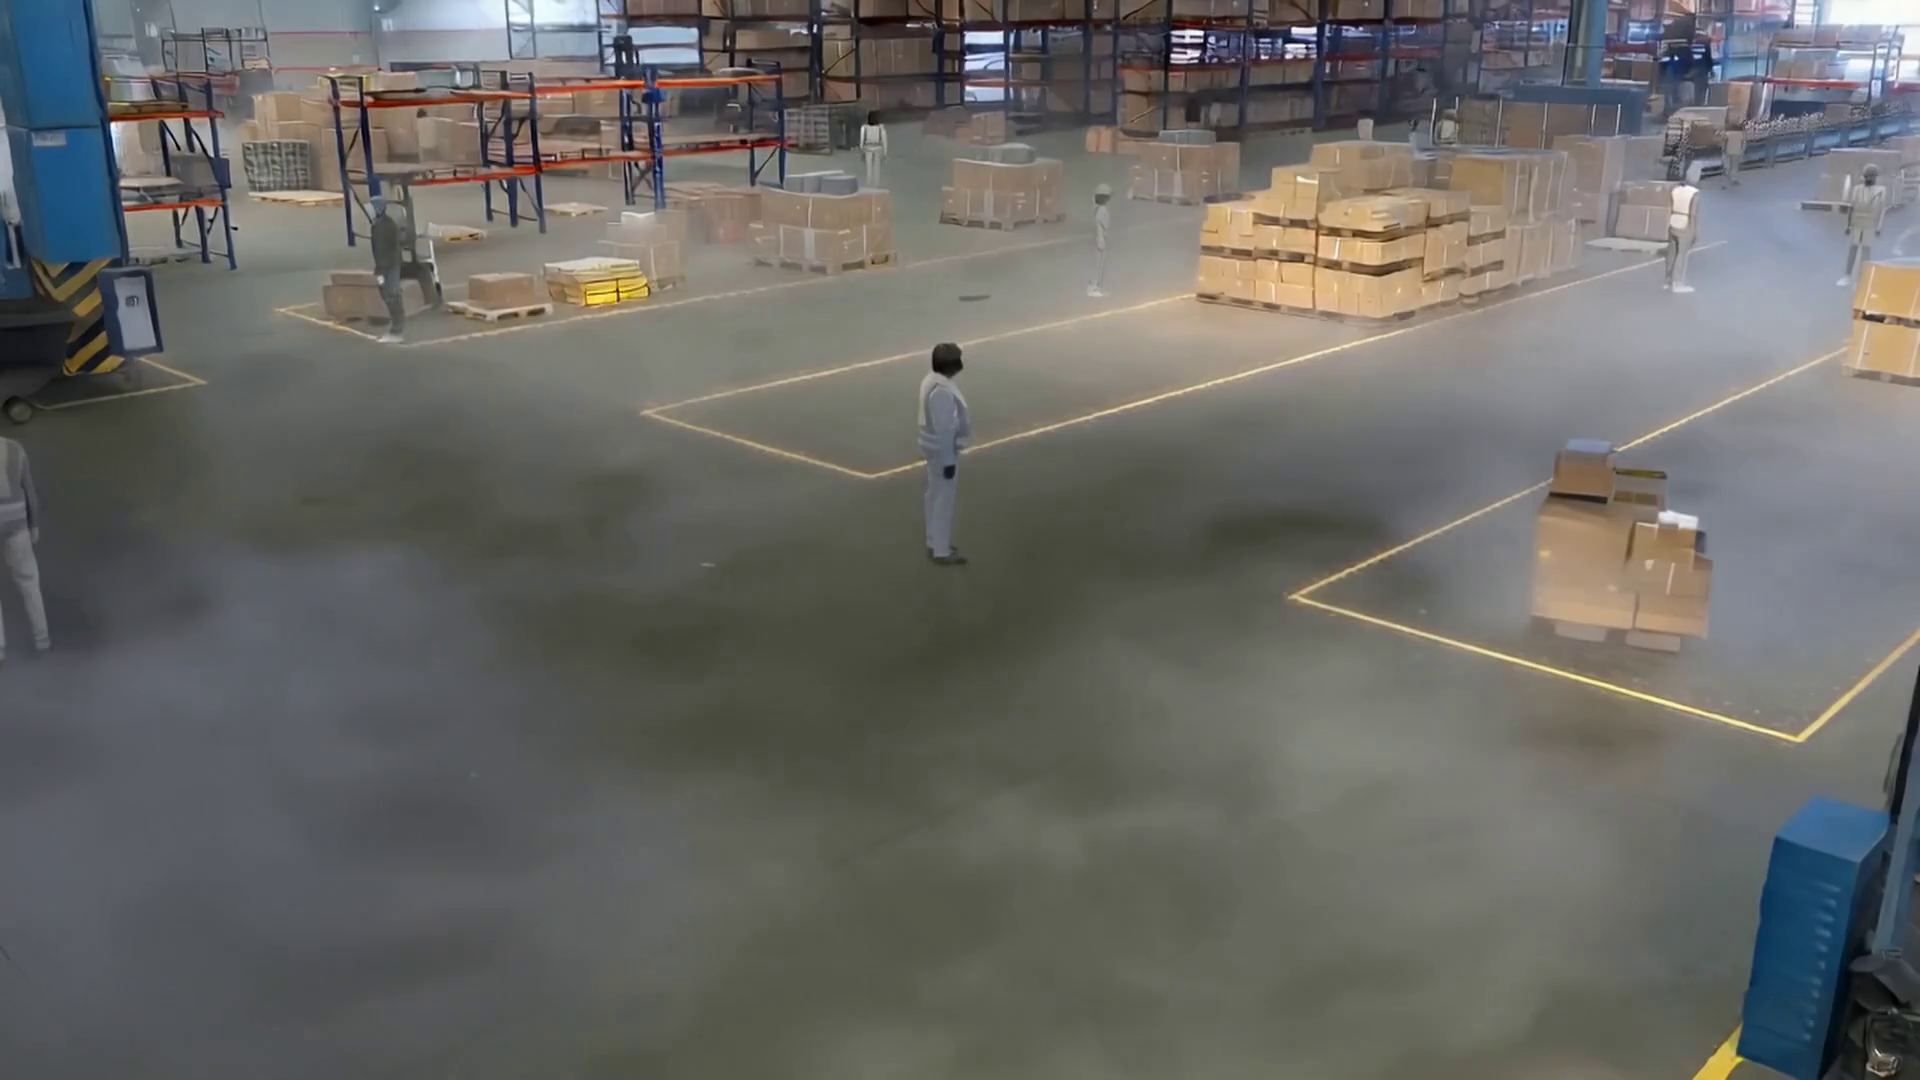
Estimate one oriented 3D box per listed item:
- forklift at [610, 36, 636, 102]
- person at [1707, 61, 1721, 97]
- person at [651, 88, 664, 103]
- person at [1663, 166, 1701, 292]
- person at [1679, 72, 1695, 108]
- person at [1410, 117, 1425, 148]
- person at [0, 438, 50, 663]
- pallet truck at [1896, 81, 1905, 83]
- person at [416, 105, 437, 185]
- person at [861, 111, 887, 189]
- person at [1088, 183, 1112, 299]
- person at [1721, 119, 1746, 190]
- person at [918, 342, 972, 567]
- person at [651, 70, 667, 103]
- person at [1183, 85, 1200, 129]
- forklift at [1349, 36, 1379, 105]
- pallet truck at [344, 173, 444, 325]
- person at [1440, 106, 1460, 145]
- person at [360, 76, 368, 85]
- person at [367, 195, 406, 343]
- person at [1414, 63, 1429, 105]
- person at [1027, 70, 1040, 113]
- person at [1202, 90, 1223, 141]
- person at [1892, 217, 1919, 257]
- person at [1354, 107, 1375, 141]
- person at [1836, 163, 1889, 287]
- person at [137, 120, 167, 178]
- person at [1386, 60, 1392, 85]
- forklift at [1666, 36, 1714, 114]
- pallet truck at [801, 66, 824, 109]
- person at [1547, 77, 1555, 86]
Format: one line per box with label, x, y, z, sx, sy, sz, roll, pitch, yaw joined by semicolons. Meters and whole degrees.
forklift;-12.563;-17.351;62.059;1.129;2.768;1.873;17;25;41
person;30.832;-18.732;68.077;0.540;1.682;0.418;6;19;19
person;-10.126;-14.542;55.573;0.383;1.617;0.518;12;22;31
person;11.228;-4.824;25.828;0.390;1.914;0.588;-5;19;-15
person;25.403;-15.468;58.157;0.542;1.752;0.451;17;25;42
person;9.908;-8.259;36.253;0.310;1.864;0.532;16;24;39
person;-6.739;-0.055;11.571;0.619;1.845;0.430;-16;24;-40
pallet truck;34.802;-16.331;61.455;0.653;1.274;1.630;17;25;41
person;-12.721;-9.440;39.743;0.442;1.910;0.589;12;22;33
person;-1.965;-8.888;38.136;0.586;1.869;0.529;0;18;0
person;2.130;-4.530;25.222;0.330;1.734;0.480;3;19;9
person;18.178;-9.053;39.054;0.523;1.601;0.766;17;25;41
person;-0.118;-0.704;13.525;0.429;1.841;0.633;-3;19;-8
person;-10.196;-14.971;56.409;0.587;1.911;0.397;7;20;20
person;6.548;-11.725;46.542;0.836;1.967;0.619;-7;20;-21
forklift;15.032;-17.454;62.369;1.129;2.768;1.873;17;25;41
pallet truck;-8.209;-4.181;23.757;0.823;1.965;1.885;3;19;9
person;11.403;-9.116;38.748;0.394;1.929;0.539;-13;22;-34
person;-20.617;-15.259;57.729;0.573;1.620;0.521;12;22;31
person;-7.620;-3.595;22.084;0.377;1.940;0.629;-1;18;-3
person;17.225;-16.783;61.922;1.004;1.890;0.548;17;25;41
person;2.597;-15.440;57.968;0.796;1.816;0.633;-17;25;-41
person;6.509;-10.781;43.577;1.002;2.000;0.696;3;19;8
person;16.751;-5.774;28.803;0.514;1.843;0.876;-9;20;-26
person;10.205;-10.140;42.244;0.539;1.655;0.819;-16;24;-40
person;14.218;-4.951;26.173;0.373;1.934;0.551;-16;24;-40
person;-18.713;-9.065;38.594;0.568;1.919;0.642;13;22;34
person;18.992;-20.769;74.059;0.604;1.796;0.902;16;24;39
forklift;27.341;-17.291;61.877;1.129;2.768;1.873;17;25;41
pallet truck;-4.812;-15.182;56.903;0.823;1.965;1.885;-9;21;-26
person;19.016;-14.060;53.830;0.615;1.806;0.722;14;23;37
